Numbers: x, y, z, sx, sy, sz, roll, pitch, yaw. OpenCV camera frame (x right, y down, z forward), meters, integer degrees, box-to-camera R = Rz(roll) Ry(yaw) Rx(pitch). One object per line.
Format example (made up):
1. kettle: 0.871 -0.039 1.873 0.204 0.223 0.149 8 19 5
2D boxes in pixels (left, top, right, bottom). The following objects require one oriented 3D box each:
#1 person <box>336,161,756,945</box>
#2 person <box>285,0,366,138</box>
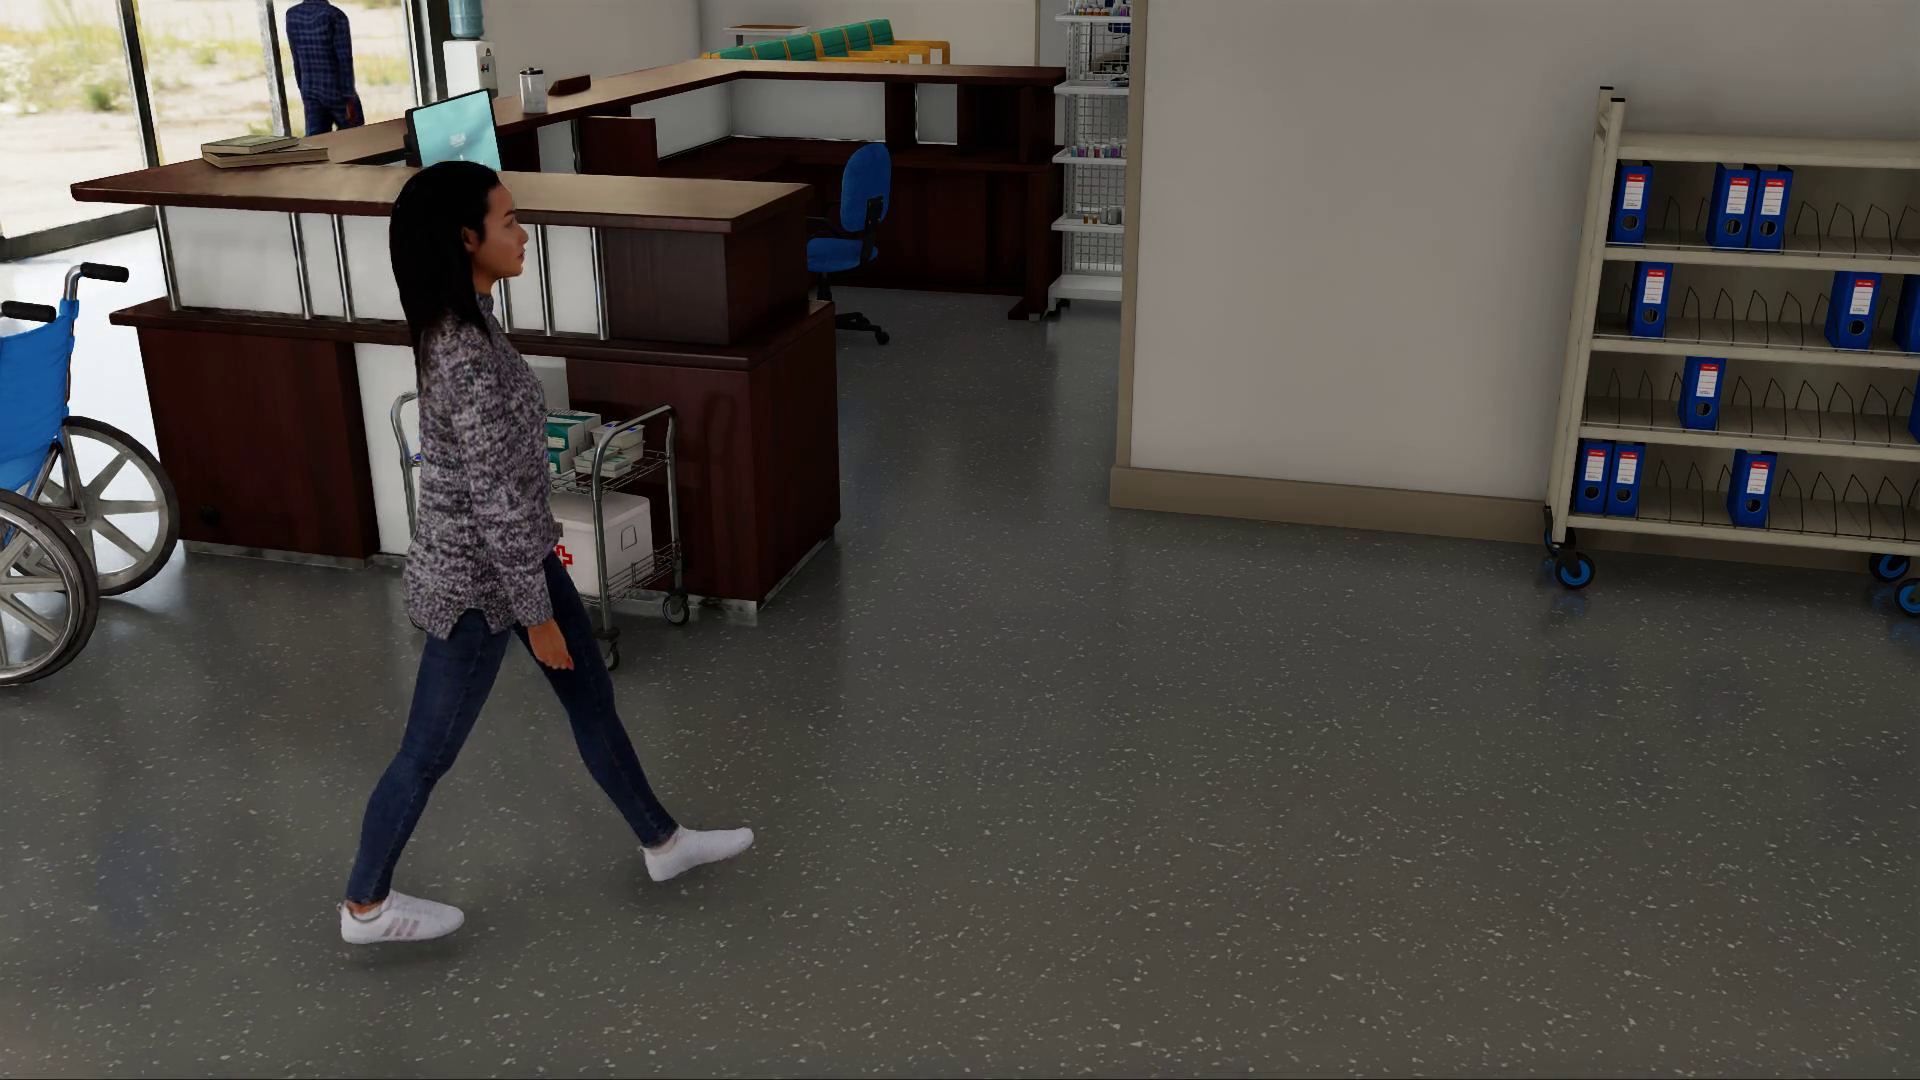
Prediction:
1. person: -1.075 0.116 3.482 1.249 1.678 1.041 -6 22 -15
2. person: -4.575 -3.126 11.906 1.094 1.774 0.812 4 21 10
